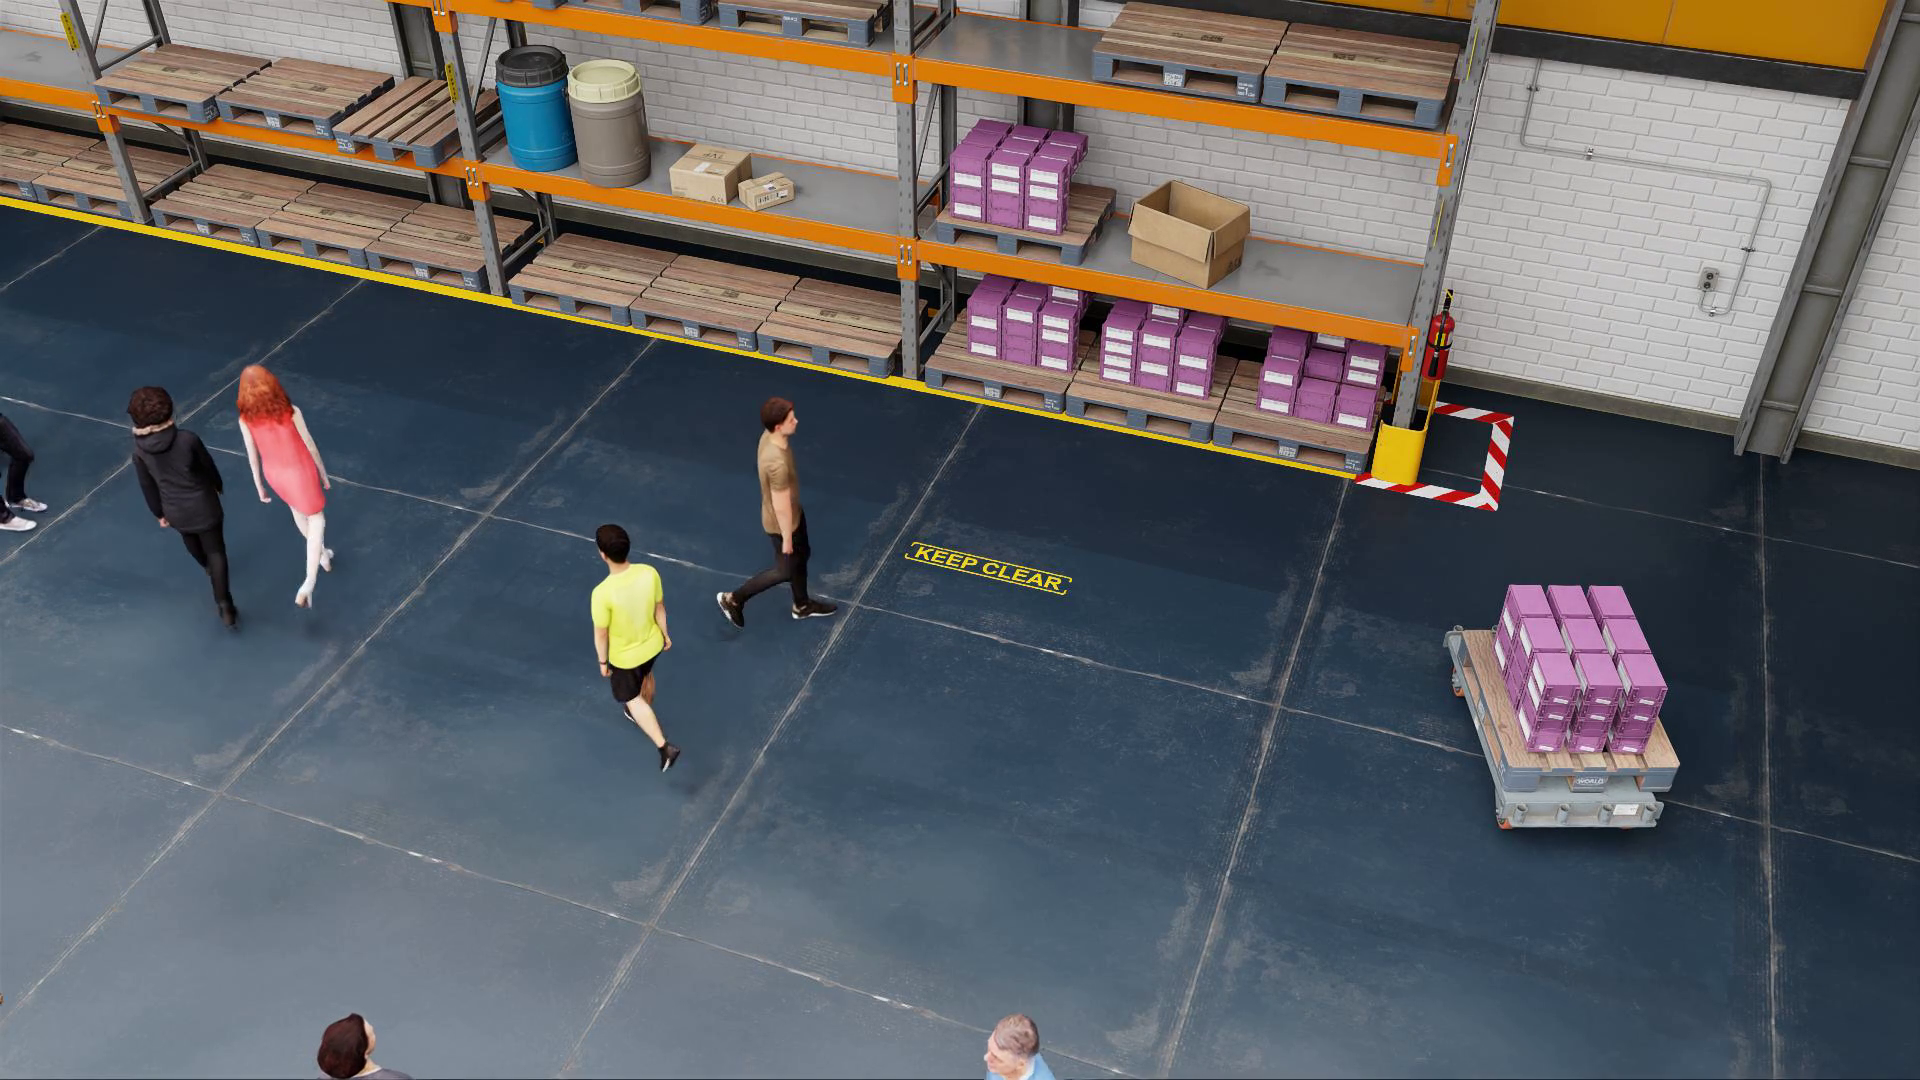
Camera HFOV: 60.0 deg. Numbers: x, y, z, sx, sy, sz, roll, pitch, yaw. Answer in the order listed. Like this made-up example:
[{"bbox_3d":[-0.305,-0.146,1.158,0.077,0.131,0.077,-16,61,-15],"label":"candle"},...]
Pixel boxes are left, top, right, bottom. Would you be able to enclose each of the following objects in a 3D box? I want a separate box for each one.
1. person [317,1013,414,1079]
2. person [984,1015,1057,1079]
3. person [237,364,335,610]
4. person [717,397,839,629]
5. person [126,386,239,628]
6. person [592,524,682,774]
[{"bbox_3d":[-2.545,2.717,7.432,0.473,1.767,0.684,9,39,11],"label":"person"},{"bbox_3d":[0.341,2.694,7.434,0.979,1.800,0.921,-17,42,-20],"label":"person"},{"bbox_3d":[-4.503,-0.331,11.225,1.120,1.796,0.987,-4,39,-5],"label":"person"},{"bbox_3d":[-1.251,-0.137,10.953,1.154,1.833,0.967,-5,39,-6],"label":"person"},{"bbox_3d":[-5.127,-0.200,11.099,1.131,1.748,1.094,-10,40,-13],"label":"person"},{"bbox_3d":[-1.923,0.669,10.065,0.898,1.682,1.099,-31,48,-33],"label":"person"}]
